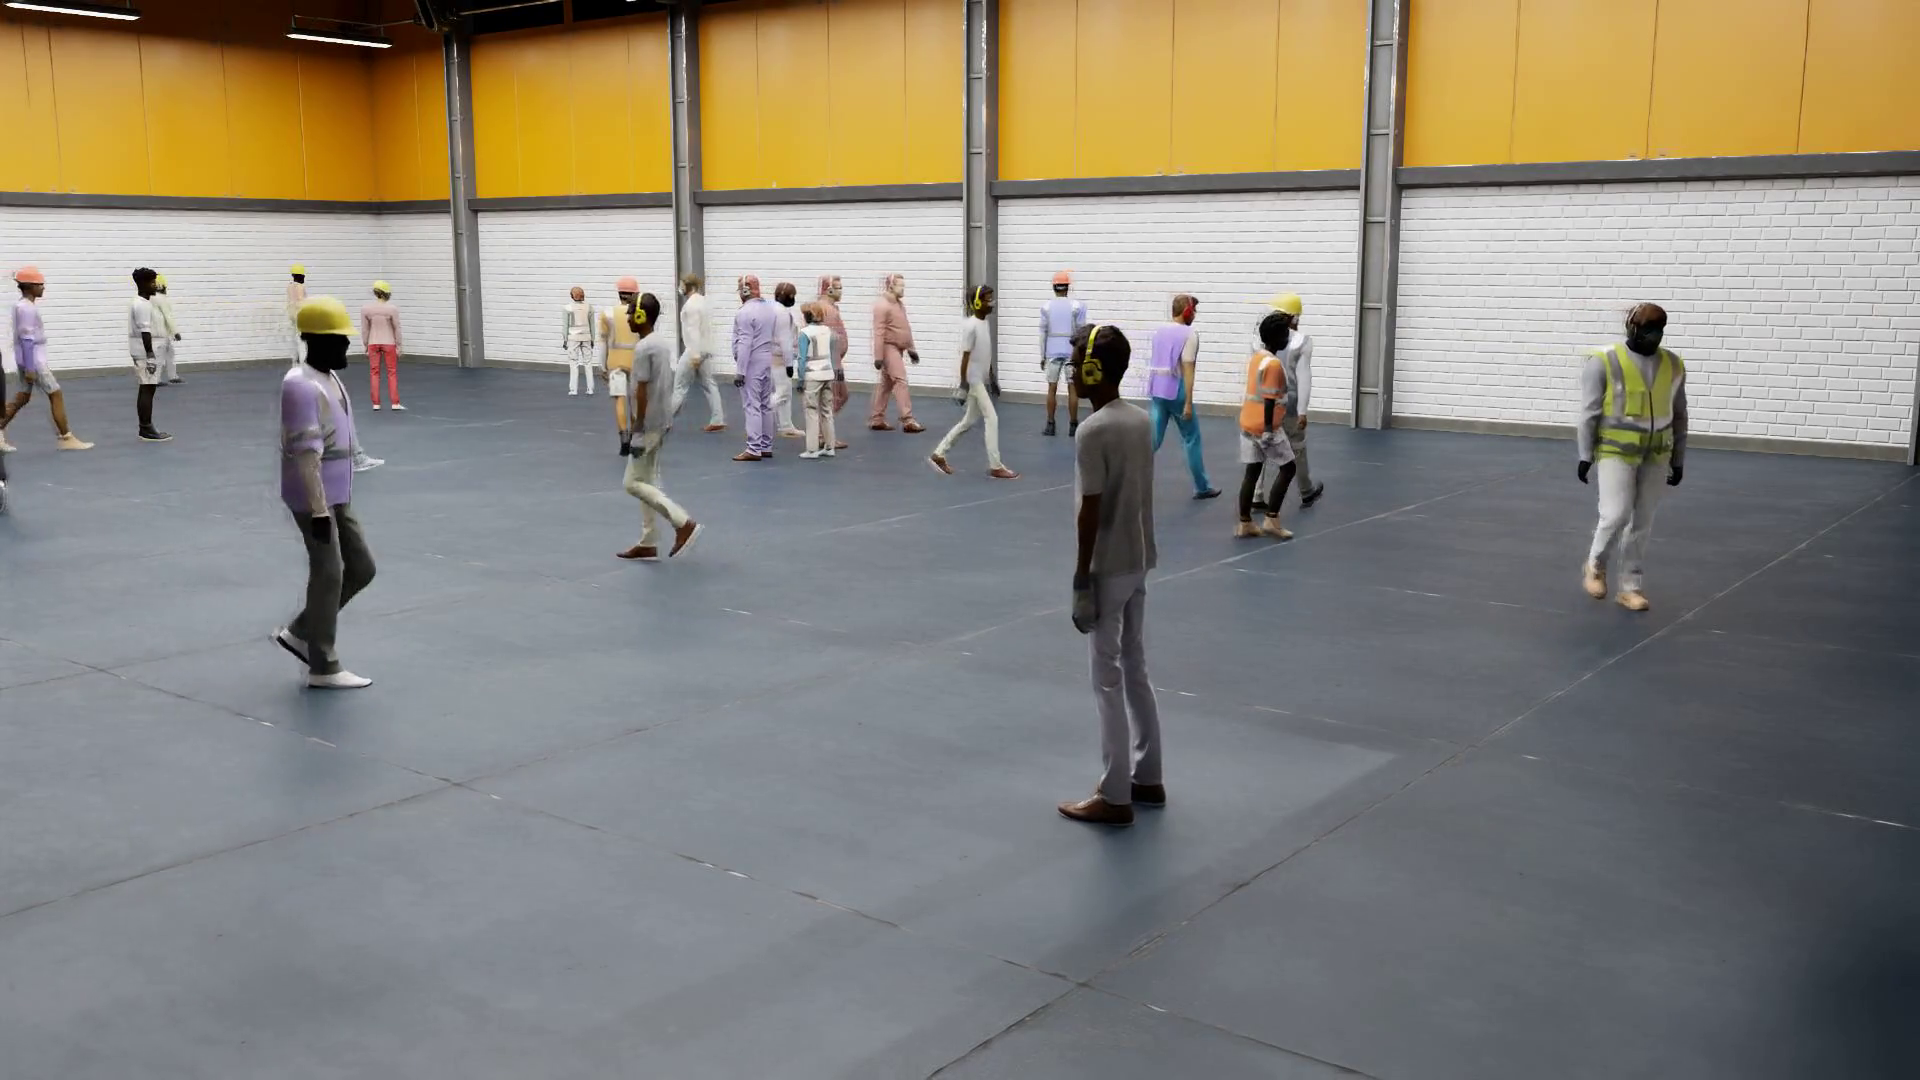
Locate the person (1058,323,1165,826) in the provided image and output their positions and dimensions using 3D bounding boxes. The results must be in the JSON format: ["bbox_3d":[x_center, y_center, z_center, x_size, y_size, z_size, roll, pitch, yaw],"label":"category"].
[{"bbox_3d":[0.561,0.128,6.207,0.349,1.858,0.509,6,12,33],"label":"person"}]

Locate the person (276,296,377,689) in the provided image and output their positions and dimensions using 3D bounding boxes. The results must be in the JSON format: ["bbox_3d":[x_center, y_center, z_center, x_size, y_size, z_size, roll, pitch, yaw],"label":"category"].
[{"bbox_3d":[-3.077,-0.216,8.052,0.436,1.912,0.598,0,10,-2],"label":"person"}]

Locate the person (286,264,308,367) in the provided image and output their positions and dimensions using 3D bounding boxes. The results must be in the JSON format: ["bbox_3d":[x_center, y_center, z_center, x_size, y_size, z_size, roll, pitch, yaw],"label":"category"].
[{"bbox_3d":[-11.995,-4.033,30.210,0.369,1.928,0.585,-9,14,-44],"label":"person"}]

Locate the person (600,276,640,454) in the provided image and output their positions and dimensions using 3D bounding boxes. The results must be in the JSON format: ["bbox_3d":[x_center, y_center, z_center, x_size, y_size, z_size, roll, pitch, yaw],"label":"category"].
[{"bbox_3d":[-3.551,-1.868,17.748,0.540,1.896,0.984,-3,10,-15],"label":"person"}]

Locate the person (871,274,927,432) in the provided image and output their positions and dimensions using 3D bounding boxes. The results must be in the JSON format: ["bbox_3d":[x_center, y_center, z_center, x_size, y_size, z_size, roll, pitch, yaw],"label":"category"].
[{"bbox_3d":[-0.703,-2.212,19.774,0.880,1.875,0.663,3,10,15],"label":"person"}]

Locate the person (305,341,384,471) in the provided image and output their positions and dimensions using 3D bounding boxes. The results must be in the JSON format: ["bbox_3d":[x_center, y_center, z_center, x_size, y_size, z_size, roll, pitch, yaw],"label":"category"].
[{"bbox_3d":[-5.982,-1.460,15.881,0.869,1.704,0.489,-1,10,-8],"label":"person"}]

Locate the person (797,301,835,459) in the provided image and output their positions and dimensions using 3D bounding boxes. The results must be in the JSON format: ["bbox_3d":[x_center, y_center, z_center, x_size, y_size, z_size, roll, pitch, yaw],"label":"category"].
[{"bbox_3d":[-1.485,-1.653,17.241,0.330,1.623,0.518,6,12,33],"label":"person"}]

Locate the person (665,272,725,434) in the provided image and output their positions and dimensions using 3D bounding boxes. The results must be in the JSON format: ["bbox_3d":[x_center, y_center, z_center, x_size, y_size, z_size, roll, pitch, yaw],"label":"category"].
[{"bbox_3d":[-3.222,-2.182,19.529,0.985,1.890,0.662,1,10,5],"label":"person"}]

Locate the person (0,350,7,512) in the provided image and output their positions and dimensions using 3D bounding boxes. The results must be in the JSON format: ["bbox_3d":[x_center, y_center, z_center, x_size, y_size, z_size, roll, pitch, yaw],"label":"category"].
[{"bbox_3d":[-8.102,-1.161,13.585,0.594,1.894,0.866,-9,13,-42],"label":"person"}]

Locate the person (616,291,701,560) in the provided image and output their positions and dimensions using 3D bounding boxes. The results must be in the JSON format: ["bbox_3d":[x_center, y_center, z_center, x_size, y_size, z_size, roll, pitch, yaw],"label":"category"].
[{"bbox_3d":[-2.104,-0.762,11.367,0.529,1.855,0.554,1,10,5],"label":"person"}]

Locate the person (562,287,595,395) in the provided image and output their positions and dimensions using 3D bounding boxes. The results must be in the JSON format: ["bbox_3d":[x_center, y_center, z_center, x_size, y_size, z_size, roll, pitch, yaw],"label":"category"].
[{"bbox_3d":[-5.713,-2.981,24.956,0.508,1.629,0.314,-7,12,-34],"label":"person"}]

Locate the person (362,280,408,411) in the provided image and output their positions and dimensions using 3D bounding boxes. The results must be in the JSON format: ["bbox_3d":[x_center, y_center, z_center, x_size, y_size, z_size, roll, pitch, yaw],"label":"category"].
[{"bbox_3d":[-7.786,-2.617,22.484,0.582,1.756,0.391,1,10,4],"label":"person"}]

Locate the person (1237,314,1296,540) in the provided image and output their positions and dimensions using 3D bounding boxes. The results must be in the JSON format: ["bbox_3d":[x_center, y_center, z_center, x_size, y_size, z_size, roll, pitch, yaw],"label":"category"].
[{"bbox_3d":[2.296,-0.825,12.281,0.513,1.675,0.536,-2,10,-11],"label":"person"}]

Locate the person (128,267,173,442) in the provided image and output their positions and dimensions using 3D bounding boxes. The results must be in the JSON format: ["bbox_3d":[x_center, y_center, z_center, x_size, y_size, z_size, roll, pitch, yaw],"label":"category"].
[{"bbox_3d":[-9.203,-2.099,18.839,0.362,1.963,0.614,-6,12,-32],"label":"person"}]

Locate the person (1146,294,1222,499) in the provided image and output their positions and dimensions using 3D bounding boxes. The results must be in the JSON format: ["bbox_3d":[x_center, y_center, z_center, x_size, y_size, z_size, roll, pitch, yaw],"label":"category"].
[{"bbox_3d":[1.811,-1.199,14.151,0.995,1.787,0.578,-7,12,-34],"label":"person"}]

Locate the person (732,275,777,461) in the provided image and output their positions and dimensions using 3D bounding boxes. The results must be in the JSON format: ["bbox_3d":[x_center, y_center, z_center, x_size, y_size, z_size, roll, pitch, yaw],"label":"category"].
[{"bbox_3d":[-2.137,-1.761,17.060,0.409,1.904,0.639,3,10,19],"label":"person"}]

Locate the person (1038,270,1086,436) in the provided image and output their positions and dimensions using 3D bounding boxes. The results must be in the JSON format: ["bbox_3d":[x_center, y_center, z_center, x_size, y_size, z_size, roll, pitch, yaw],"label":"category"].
[{"bbox_3d":[1.196,-2.158,19.334,0.584,1.923,0.389,2,10,10],"label":"person"}]

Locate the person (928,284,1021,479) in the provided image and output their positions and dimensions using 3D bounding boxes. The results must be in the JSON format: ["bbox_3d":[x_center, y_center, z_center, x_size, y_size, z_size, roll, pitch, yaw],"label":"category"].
[{"bbox_3d":[0.110,-1.502,15.758,0.912,1.837,0.509,2,10,14],"label":"person"}]

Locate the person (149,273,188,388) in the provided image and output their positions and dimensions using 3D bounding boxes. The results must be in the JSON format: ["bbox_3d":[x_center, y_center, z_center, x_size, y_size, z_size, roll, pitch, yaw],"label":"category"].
[{"bbox_3d":[-12.568,-3.314,26.384,0.757,1.804,0.599,-9,13,-43],"label":"person"}]

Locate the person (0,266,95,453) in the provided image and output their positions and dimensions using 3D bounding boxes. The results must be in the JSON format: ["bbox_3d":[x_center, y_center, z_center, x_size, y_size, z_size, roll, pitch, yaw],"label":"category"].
[{"bbox_3d":[-9.897,-1.905,17.648,1.029,2.000,0.628,-7,12,-34],"label":"person"}]

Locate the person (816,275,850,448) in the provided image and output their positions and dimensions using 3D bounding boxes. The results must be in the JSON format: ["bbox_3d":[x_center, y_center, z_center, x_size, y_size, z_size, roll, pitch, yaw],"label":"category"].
[{"bbox_3d":[-1.381,-1.922,18.029,0.440,1.887,0.656,-2,10,-9],"label":"person"}]

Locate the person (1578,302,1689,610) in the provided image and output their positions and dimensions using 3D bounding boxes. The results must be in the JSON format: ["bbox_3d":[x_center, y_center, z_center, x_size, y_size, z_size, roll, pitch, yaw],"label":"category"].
[{"bbox_3d":[3.999,-0.491,9.874,0.653,1.829,0.443,-1,10,-7],"label":"person"}]

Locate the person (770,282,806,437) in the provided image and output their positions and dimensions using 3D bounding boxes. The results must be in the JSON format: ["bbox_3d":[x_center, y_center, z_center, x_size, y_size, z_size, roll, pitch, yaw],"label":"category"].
[{"bbox_3d":[-2.107,-2.035,18.945,0.684,1.811,0.677,-3,10,-19],"label":"person"}]

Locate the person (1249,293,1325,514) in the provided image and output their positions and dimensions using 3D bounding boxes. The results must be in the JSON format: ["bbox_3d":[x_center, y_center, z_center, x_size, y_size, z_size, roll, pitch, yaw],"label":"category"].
[{"bbox_3d":[2.682,-1.124,13.674,0.606,1.781,0.917,8,12,38],"label":"person"}]
